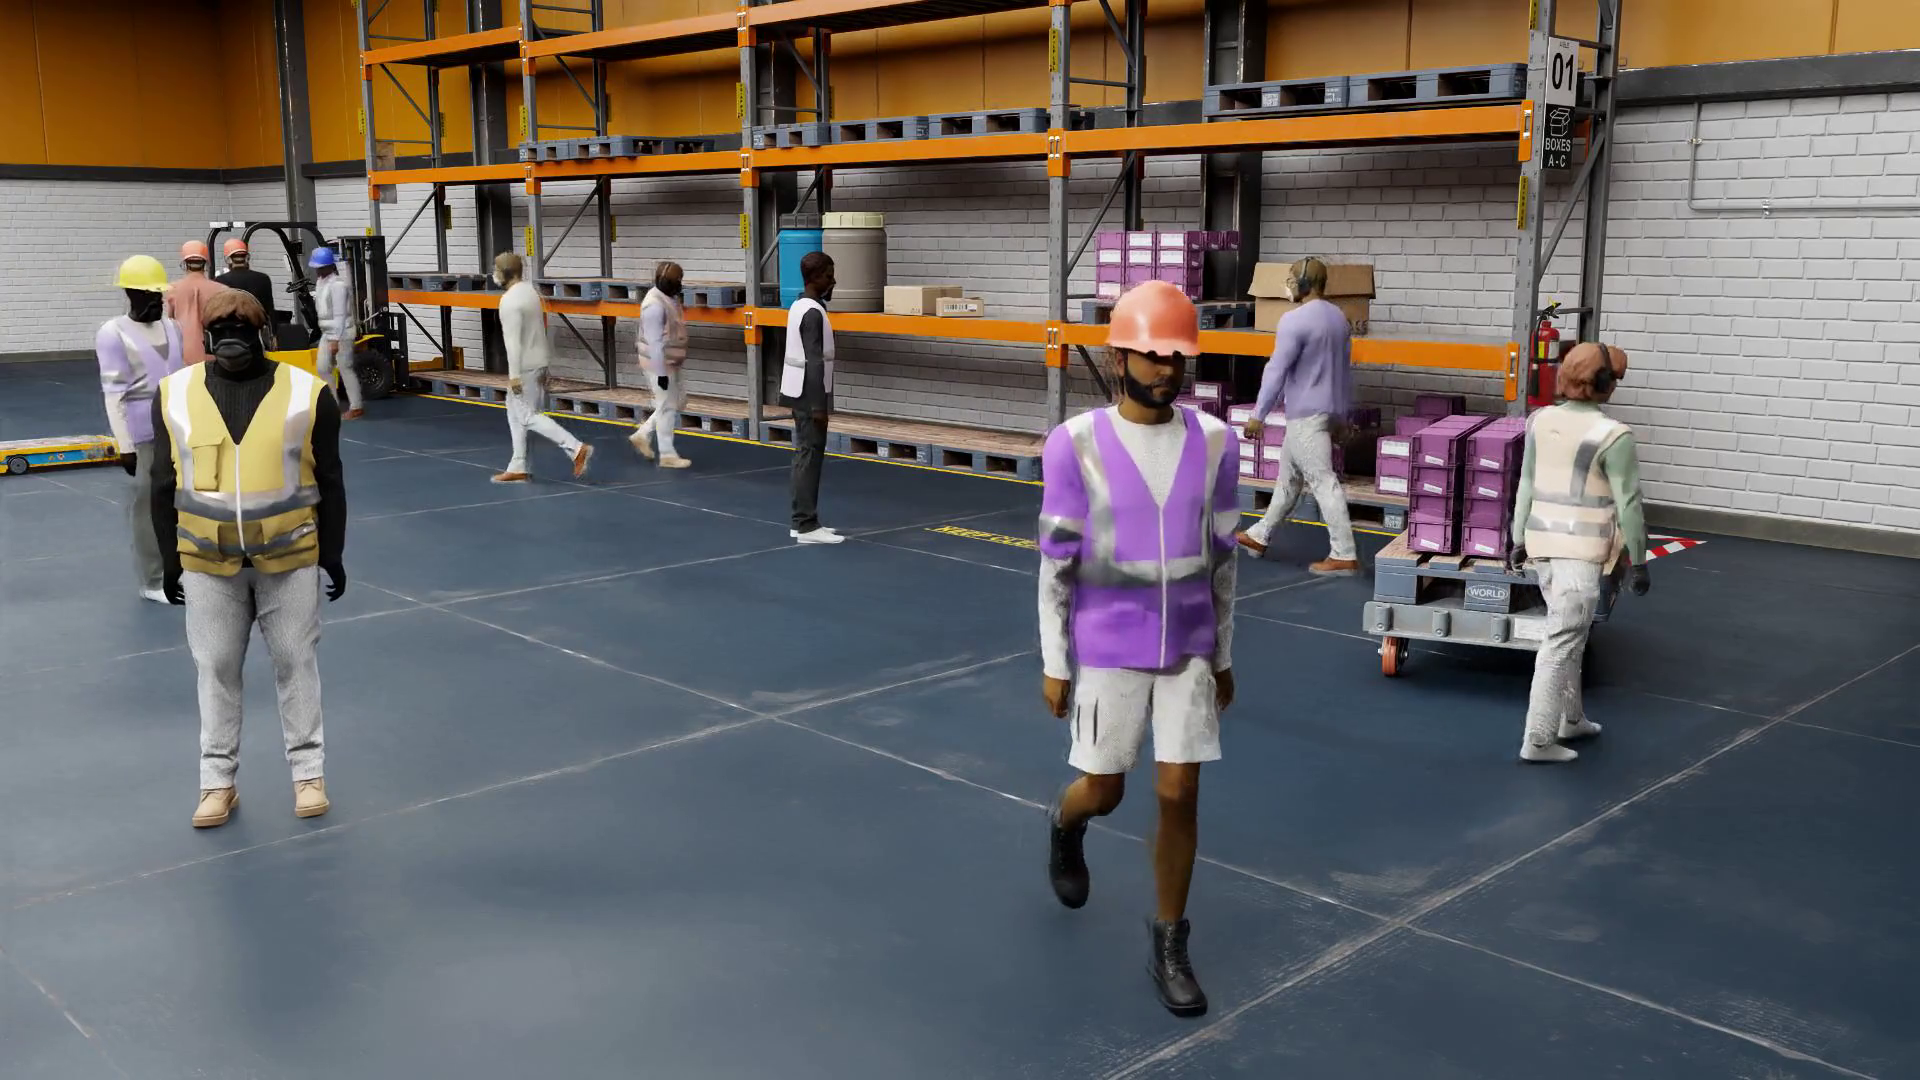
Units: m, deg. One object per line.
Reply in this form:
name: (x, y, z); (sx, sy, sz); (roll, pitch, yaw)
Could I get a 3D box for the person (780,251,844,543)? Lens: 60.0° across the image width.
person: (-0.993, -0.937, 10.996); (0.372, 1.914, 0.597); (-2, 11, -13)

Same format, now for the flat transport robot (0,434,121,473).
flat transport robot: (-7.964, -0.758, 14.507); (1.431, 0.197, 0.652); (-10, 14, -44)

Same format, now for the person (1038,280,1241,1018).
person: (0.461, 0.257, 4.511); (0.549, 1.920, 0.720); (-2, 11, -13)

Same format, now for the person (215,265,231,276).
person: (-9.459, -2.896, 21.760); (0.337, 1.882, 0.585); (5, 12, 27)

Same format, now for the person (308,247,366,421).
person: (-6.763, -2.218, 18.041); (0.619, 1.892, 0.637); (-10, 15, -44)

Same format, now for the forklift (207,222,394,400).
forklift: (-8.169, -2.758, 20.163); (2.313, 2.155, 1.214); (-10, 14, -44)

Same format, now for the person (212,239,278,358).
person: (-7.575, -2.173, 17.539); (0.641, 1.983, 0.595); (-8, 13, -36)

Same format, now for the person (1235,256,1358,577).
person: (2.026, -0.747, 10.026); (1.025, 1.886, 0.651); (8, 13, 37)

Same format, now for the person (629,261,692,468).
person: (-2.602, -1.503, 14.385); (0.534, 1.806, 0.677); (1, 10, 4)

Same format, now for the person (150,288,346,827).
person: (-2.443, 0.063, 5.742); (0.620, 1.845, 0.430); (-3, 11, -16)

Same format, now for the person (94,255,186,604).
person: (-4.368, -0.585, 9.078); (0.468, 1.910, 0.628); (3, 11, 18)

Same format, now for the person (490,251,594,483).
person: (-3.421, -1.384, 13.471); (0.810, 1.907, 0.648); (0, 10, -1)

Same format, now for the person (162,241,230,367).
person: (-6.702, -1.641, 14.690); (0.659, 1.960, 0.910); (-5, 11, -25)

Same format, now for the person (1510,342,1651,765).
person: (2.426, 0.057, 6.370); (0.655, 1.614, 0.552); (-4, 11, -22)
